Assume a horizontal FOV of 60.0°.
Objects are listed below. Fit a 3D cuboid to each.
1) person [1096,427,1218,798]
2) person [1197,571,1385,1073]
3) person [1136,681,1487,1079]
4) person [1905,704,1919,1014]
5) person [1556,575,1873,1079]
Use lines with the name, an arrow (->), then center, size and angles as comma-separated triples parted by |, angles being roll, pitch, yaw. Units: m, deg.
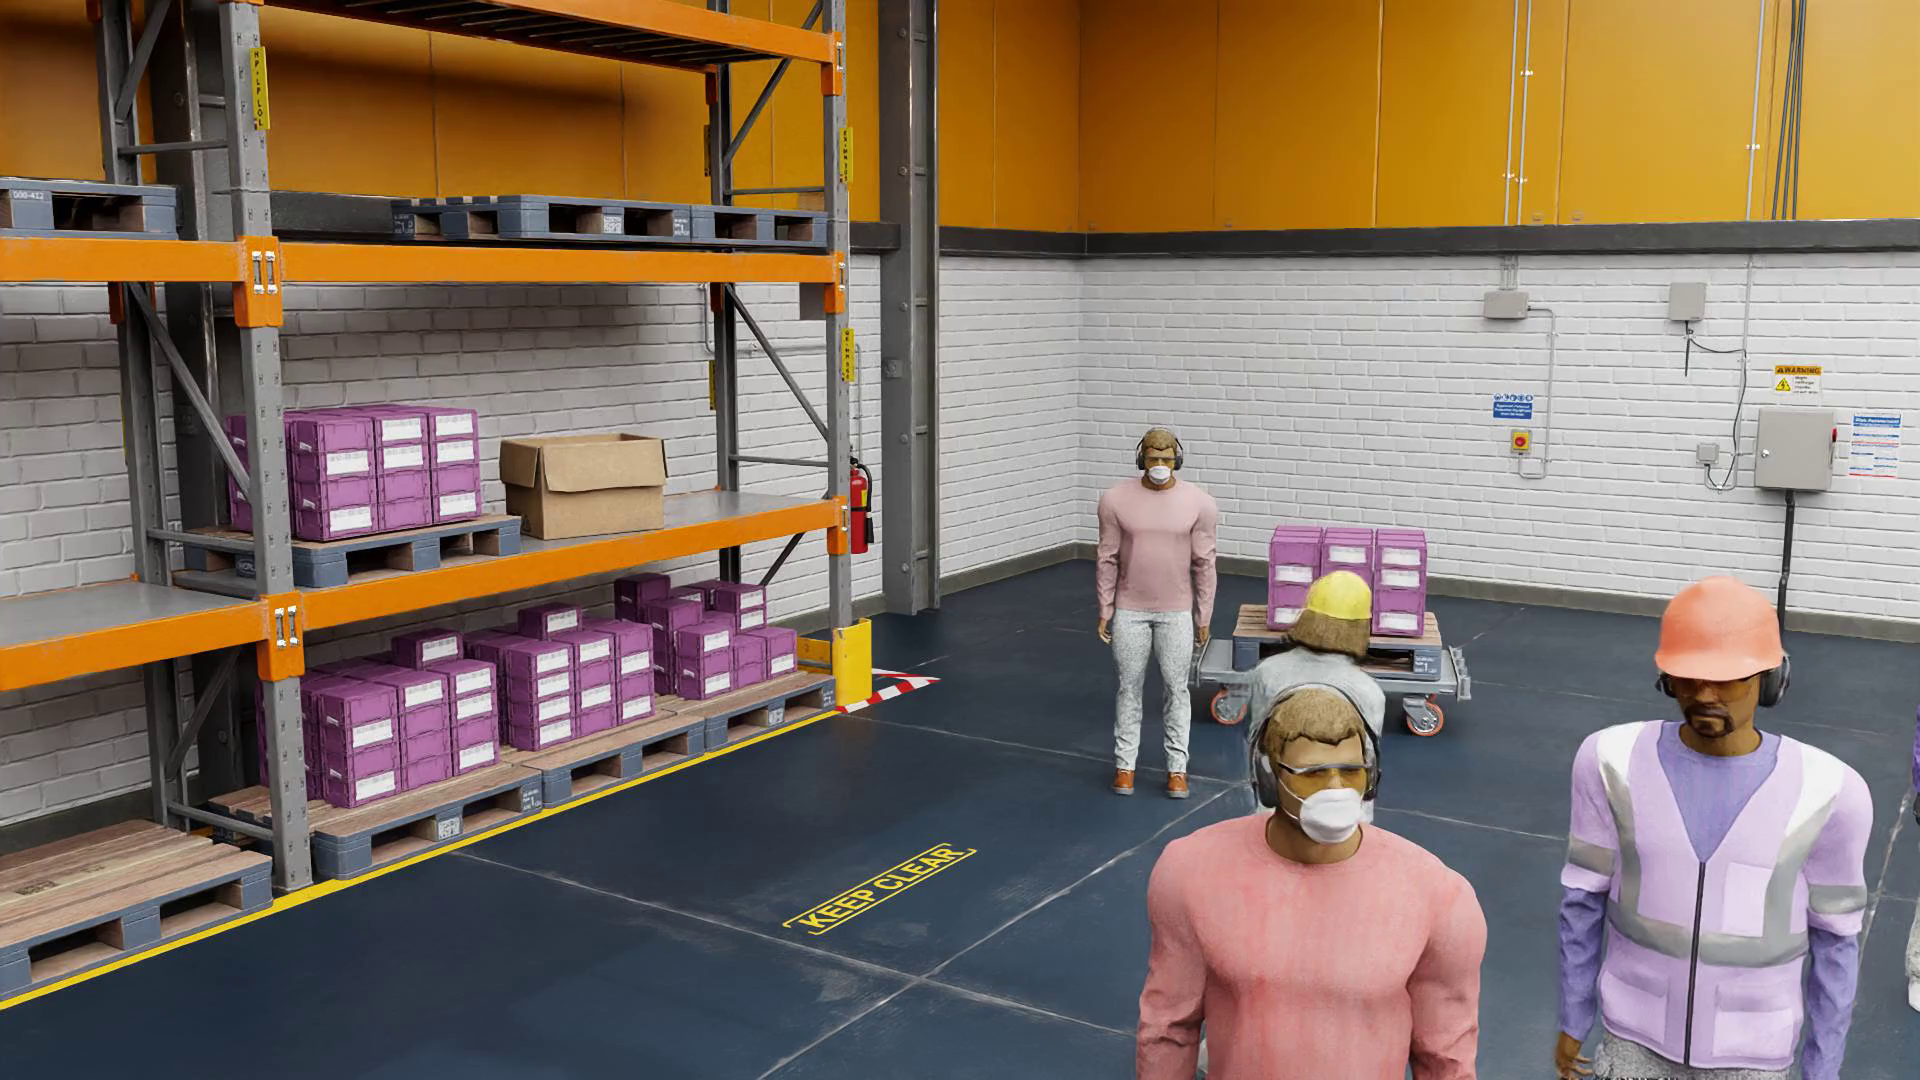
person -> 1.015, 0.374, 8.646 | 0.625, 1.933, 0.376 | 2, 9, 11
person -> 1.112, 0.963, 5.551 | 0.504, 1.704, 0.729 | 6, 11, 35
person -> 0.637, 1.215, 3.143 | 0.635, 1.939, 0.360 | 3, 9, 19
person -> 3.703, 0.934, 5.984 | 0.514, 1.631, 0.318 | 3, 9, 19
person -> 1.625, 1.083, 3.668 | 0.610, 2.042, 0.396 | 5, 10, 30
